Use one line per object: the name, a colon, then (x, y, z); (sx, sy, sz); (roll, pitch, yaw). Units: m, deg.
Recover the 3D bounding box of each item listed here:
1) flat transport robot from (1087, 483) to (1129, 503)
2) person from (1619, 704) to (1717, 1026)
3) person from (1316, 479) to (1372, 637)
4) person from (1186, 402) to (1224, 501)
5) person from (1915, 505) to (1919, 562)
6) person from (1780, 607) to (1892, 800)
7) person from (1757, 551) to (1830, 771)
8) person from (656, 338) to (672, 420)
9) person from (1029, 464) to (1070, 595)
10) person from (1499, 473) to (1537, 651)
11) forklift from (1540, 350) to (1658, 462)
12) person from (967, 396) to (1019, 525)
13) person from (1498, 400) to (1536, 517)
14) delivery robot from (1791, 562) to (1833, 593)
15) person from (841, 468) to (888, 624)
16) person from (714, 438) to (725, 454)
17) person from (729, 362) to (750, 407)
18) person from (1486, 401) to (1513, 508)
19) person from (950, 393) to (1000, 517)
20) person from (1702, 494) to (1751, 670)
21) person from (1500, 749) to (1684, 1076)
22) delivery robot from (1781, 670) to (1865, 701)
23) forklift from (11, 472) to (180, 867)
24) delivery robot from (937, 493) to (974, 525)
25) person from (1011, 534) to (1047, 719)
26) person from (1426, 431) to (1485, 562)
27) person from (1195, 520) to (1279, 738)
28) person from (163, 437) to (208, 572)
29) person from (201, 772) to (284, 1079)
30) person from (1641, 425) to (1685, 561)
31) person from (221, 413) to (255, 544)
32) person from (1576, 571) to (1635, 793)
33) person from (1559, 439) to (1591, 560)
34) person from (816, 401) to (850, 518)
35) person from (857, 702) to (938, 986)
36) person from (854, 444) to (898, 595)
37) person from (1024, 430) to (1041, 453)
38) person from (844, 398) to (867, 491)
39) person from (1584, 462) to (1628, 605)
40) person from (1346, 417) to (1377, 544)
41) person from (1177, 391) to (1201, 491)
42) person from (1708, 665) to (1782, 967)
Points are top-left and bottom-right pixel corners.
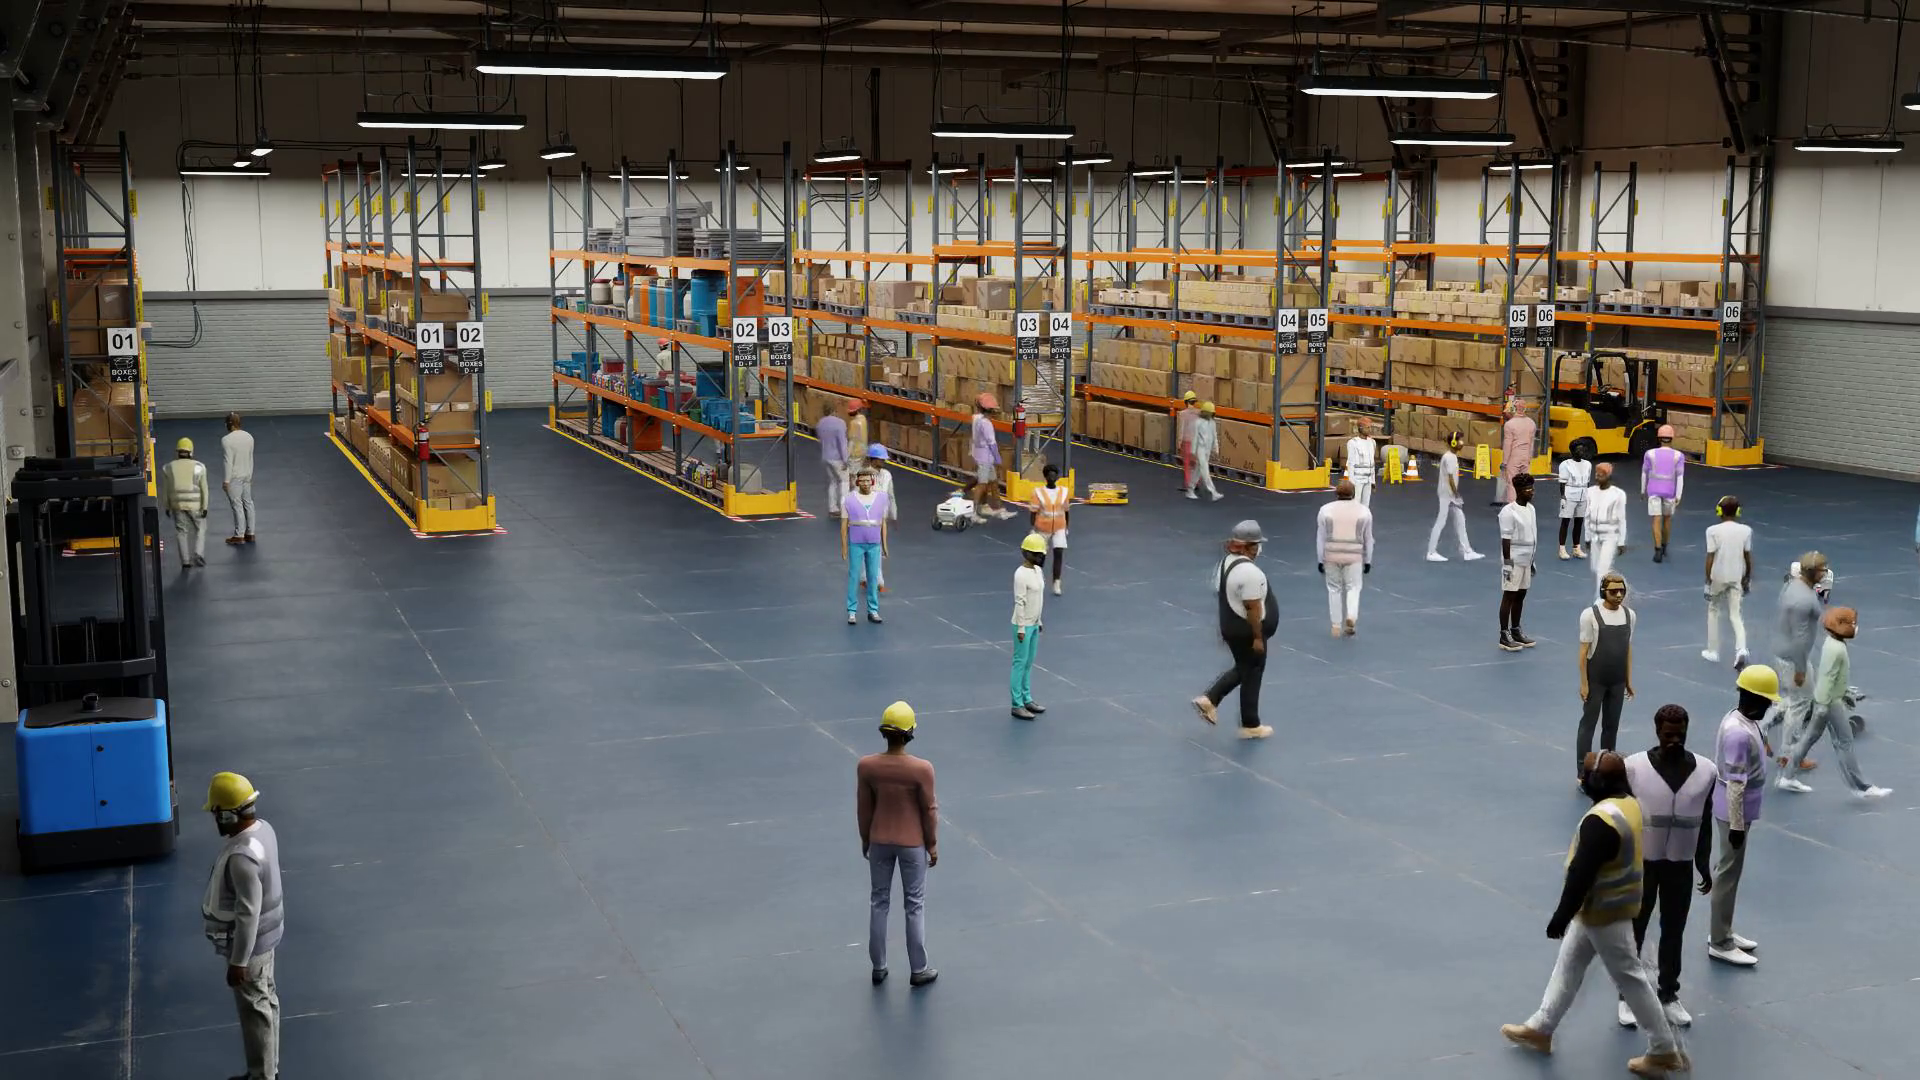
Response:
flat transport robot: (2.528, -0.812, 35.932); (0.652, 0.197, 1.431); (0, 9, 1)
person: (4.128, 1.892, 12.310); (0.590, 1.916, 0.391); (0, 9, -2)
person: (4.363, 0.214, 23.810); (0.628, 1.826, 0.564); (1, 9, 9)
person: (4.201, -1.517, 35.779); (0.492, 1.683, 0.937); (-8, 11, -41)
person: (11.980, 0.036, 25.629); (0.526, 1.624, 0.533); (4, 9, 23)
person: (7.180, 1.327, 17.164); (0.853, 1.588, 0.505); (3, 9, 19)
person: (7.172, 1.028, 18.074); (0.548, 1.916, 0.666); (3, 9, 17)
person: (-7.151, -3.909, 50.763); (0.406, 1.986, 0.618); (7, 11, 38)
person: (1.140, -0.168, 26.866); (0.536, 1.668, 0.757); (-1, 9, -8)
person: (6.208, 0.226, 23.250); (0.368, 1.966, 0.603); (8, 12, 43)
forklift: (12.897, -2.725, 42.309); (2.313, 2.155, 1.214); (-3, 9, -21)
person: (0.528, -1.249, 32.957); (0.936, 2.007, 0.622); (-1, 9, -8)
person: (8.917, -1.299, 33.612); (0.643, 1.908, 0.408); (-6, 10, -33)
delivery robot: (10.734, 0.433, 26.383); (0.477, 0.478, 0.707); (1, 8, 6)
person: (-1.135, 0.058, 24.764); (0.569, 1.843, 0.373); (-3, 9, -19)
person: (-4.948, -2.590, 43.156); (0.536, 1.624, 0.366); (-3, 9, -20)
person: (-5.191, -3.489, 48.584); (0.632, 1.791, 0.947); (-1, 9, -6)
person: (9.077, -1.401, 34.634); (0.802, 1.797, 0.602); (7, 11, 39)
person: (0.263, -1.372, 33.770); (0.707, 2.012, 0.611); (-1, 9, -8)
person: (8.194, 0.432, 22.310); (0.536, 1.836, 0.875); (0, 9, -2)
person: (3.589, 2.057, 11.667); (1.013, 1.787, 0.625); (4, 9, 24)
delivery robot: (8.058, 1.330, 19.538); (0.698, 0.223, 0.335); (6, 11, 37)
forklift: (-6.630, 0.886, 15.957); (1.129, 2.768, 1.873); (-3, 9, -21)
delivery robot: (-0.068, -0.480, 32.467); (0.477, 0.478, 0.707); (4, 9, 26)
person: (0.674, 0.810, 20.041); (0.336, 1.762, 0.526); (4, 9, 22)
person: (6.936, -0.595, 29.186); (0.880, 1.833, 0.508); (4, 10, 26)
person: (2.591, 0.822, 19.170); (0.663, 2.000, 0.691); (-2, 9, -12)
person: (-10.521, -0.485, 28.494); (0.601, 1.817, 0.462); (-2, 9, -11)
person: (-3.798, 2.119, 11.107); (0.403, 1.823, 0.586); (-2, 9, -10)
person: (9.908, -0.685, 29.570); (0.547, 1.882, 0.992); (2, 9, 13)
person: (-10.675, -0.916, 30.954); (0.353, 1.937, 0.635); (3, 9, 18)
person: (5.361, 1.169, 17.360); (0.505, 1.847, 0.348); (-2, 9, -16)
person: (8.662, -0.578, 29.502); (0.534, 1.697, 0.318); (-4, 9, -22)
person: (-2.011, -1.273, 33.513); (0.407, 1.892, 0.702); (-8, 12, -44)
person: (-0.379, 1.871, 12.946); (0.522, 1.768, 0.312); (3, 9, 18)
person: (-1.007, -0.261, 26.647); (0.820, 1.913, 0.637); (7, 11, 40)
person: (1.488, -2.437, 42.105); (0.507, 1.632, 0.267); (-4, 10, -26)
person: (-1.727, -1.411, 34.470); (0.415, 1.881, 0.649); (3, 9, 18)
person: (7.846, -0.027, 25.306); (0.743, 1.865, 0.587); (-5, 10, -31)
person: (5.910, -0.862, 30.772); (0.575, 1.885, 0.355); (-7, 11, -41)
person: (4.071, -1.761, 37.159); (0.533, 1.767, 0.312); (-5, 10, -31)
person: (5.002, 1.731, 13.389); (0.399, 1.913, 0.589); (4, 9, 23)
